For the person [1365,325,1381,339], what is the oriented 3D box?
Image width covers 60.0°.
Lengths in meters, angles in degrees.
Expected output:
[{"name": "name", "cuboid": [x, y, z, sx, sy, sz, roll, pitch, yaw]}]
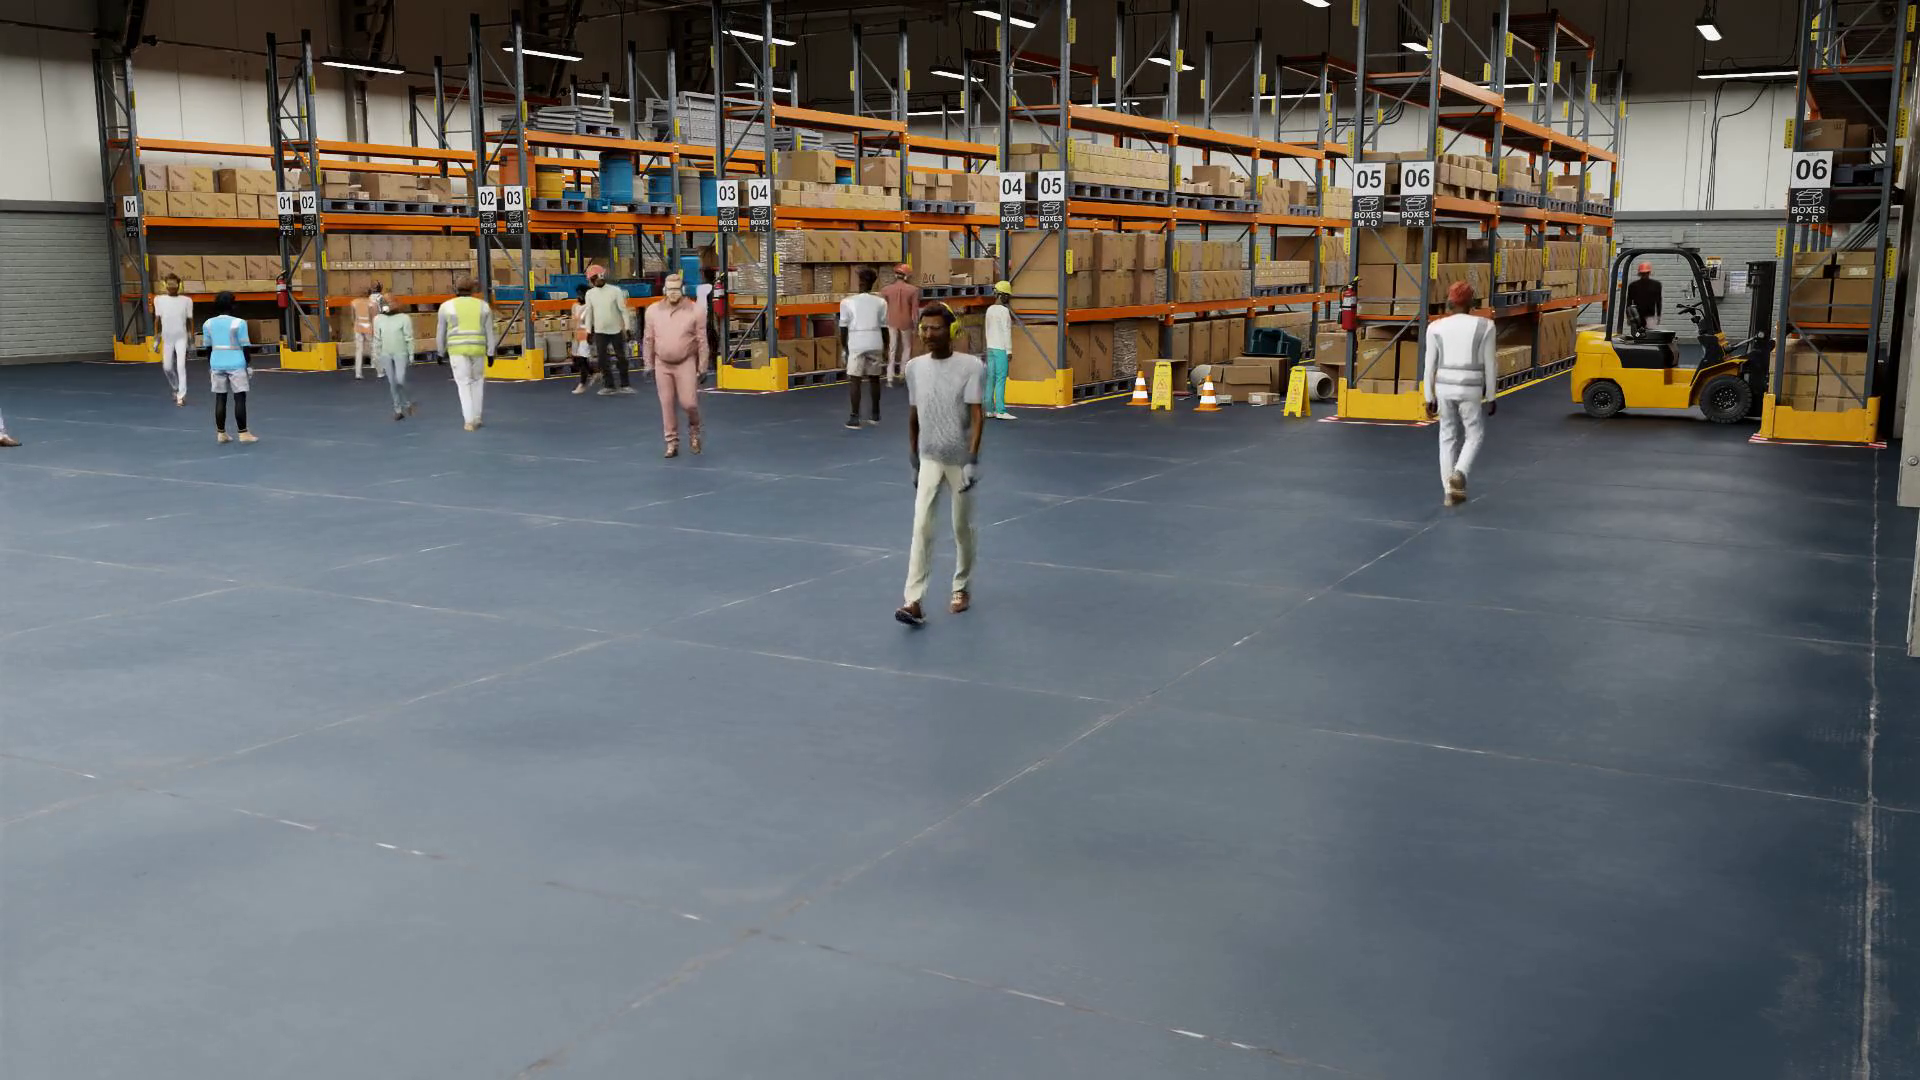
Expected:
[{"name": "person", "cuboid": [9.100, -5.085, 36.552, 0.509, 1.860, 0.333, 2, 10, 14]}]

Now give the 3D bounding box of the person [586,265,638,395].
[{"name": "person", "cuboid": [-5.243, -3.141, 24.937, 0.691, 1.944, 0.623, 2, 10, 10]}]

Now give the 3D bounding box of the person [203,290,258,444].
[{"name": "person", "cuboid": [-8.076, -1.904, 18.399, 0.540, 1.693, 0.317, 2, 10, 9]}]

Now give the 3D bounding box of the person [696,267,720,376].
[{"name": "person", "cuboid": [-4.277, -3.790, 28.900, 0.817, 1.885, 0.595, -6, 11, -30]}]

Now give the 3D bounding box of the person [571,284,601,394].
[{"name": "person", "cuboid": [-5.632, -3.037, 25.125, 0.545, 1.668, 0.510, 9, 13, 41]}]

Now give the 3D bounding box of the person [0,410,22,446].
[{"name": "person", "cuboid": [-10.783, -1.919, 17.992, 0.948, 1.873, 0.634, 0, 10, 2]}]

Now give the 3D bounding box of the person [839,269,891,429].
[{"name": "person", "cuboid": [-1.151, -2.328, 20.266, 0.638, 1.910, 0.776, -2, 10, -14]}]

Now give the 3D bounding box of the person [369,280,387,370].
[{"name": "person", "cuboid": [-10.661, -3.938, 30.473, 0.523, 1.638, 0.310, 6, 11, 32]}]

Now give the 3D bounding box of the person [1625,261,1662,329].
[{"name": "person", "cuboid": [12.841, -4.243, 31.261, 0.642, 1.976, 0.563, 3, 10, 18]}]

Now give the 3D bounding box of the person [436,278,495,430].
[{"name": "person", "cuboid": [-5.987, -2.250, 20.090, 0.639, 1.807, 0.863, -6, 11, -30]}]

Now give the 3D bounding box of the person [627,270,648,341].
[{"name": "person", "cuboid": [-6.370, -4.485, 33.117, 0.593, 1.828, 0.403, 6, 11, 30]}]

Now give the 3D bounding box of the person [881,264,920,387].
[{"name": "person", "cuboid": [-1.006, -3.429, 26.619, 0.747, 1.937, 0.888, 1, 10, 4]}]

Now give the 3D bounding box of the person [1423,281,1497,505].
[{"name": "person", "cuboid": [4.122, -1.198, 13.751, 0.605, 1.870, 0.490, 5, 11, 28]}]

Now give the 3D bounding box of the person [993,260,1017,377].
[{"name": "person", "cuboid": [0.816, -3.650, 27.669, 0.557, 2.021, 0.664, -3, 10, -15]}]

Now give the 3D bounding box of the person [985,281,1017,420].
[{"name": "person", "cuboid": [0.517, -2.412, 21.189, 0.328, 1.760, 0.523, -5, 11, -28]}]

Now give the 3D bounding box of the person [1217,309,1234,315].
[{"name": "person", "cuboid": [6.205, -5.651, 39.457, 0.967, 2.013, 0.618, 5, 11, 26]}]

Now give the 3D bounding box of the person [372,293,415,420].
[{"name": "person", "cuboid": [-7.146, -2.307, 20.999, 0.500, 1.617, 0.400, 1, 10, 8]}]

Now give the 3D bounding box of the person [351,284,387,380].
[{"name": "person", "cuboid": [-10.018, -3.511, 28.073, 0.516, 1.606, 0.742, 1, 10, 3]}]

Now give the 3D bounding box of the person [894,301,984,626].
[{"name": "person", "cuboid": [-0.110, -0.429, 9.410, 0.498, 1.820, 0.947, 3, 10, 15]}]

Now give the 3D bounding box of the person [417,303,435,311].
[{"name": "person", "cuboid": [-11.197, -4.765, 34.938, 0.524, 1.770, 0.315, 7, 12, 37]}]

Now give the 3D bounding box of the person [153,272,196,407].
[{"name": "person", "cuboid": [-10.897, -2.782, 23.082, 0.544, 1.854, 0.618, -3, 10, -18]}]

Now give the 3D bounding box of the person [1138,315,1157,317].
[{"name": "person", "cuboid": [4.033, -5.038, 36.035, 0.633, 1.938, 0.356, 5, 11, 29]}]

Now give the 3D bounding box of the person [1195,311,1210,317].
[{"name": "person", "cuboid": [6.089, -6.131, 42.135, 0.537, 2.000, 0.679, 8, 13, 40]}]

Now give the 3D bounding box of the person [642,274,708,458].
[{"name": "person", "cuboid": [-2.933, -1.777, 17.099, 0.661, 1.894, 0.415, 1, 10, 5]}]
